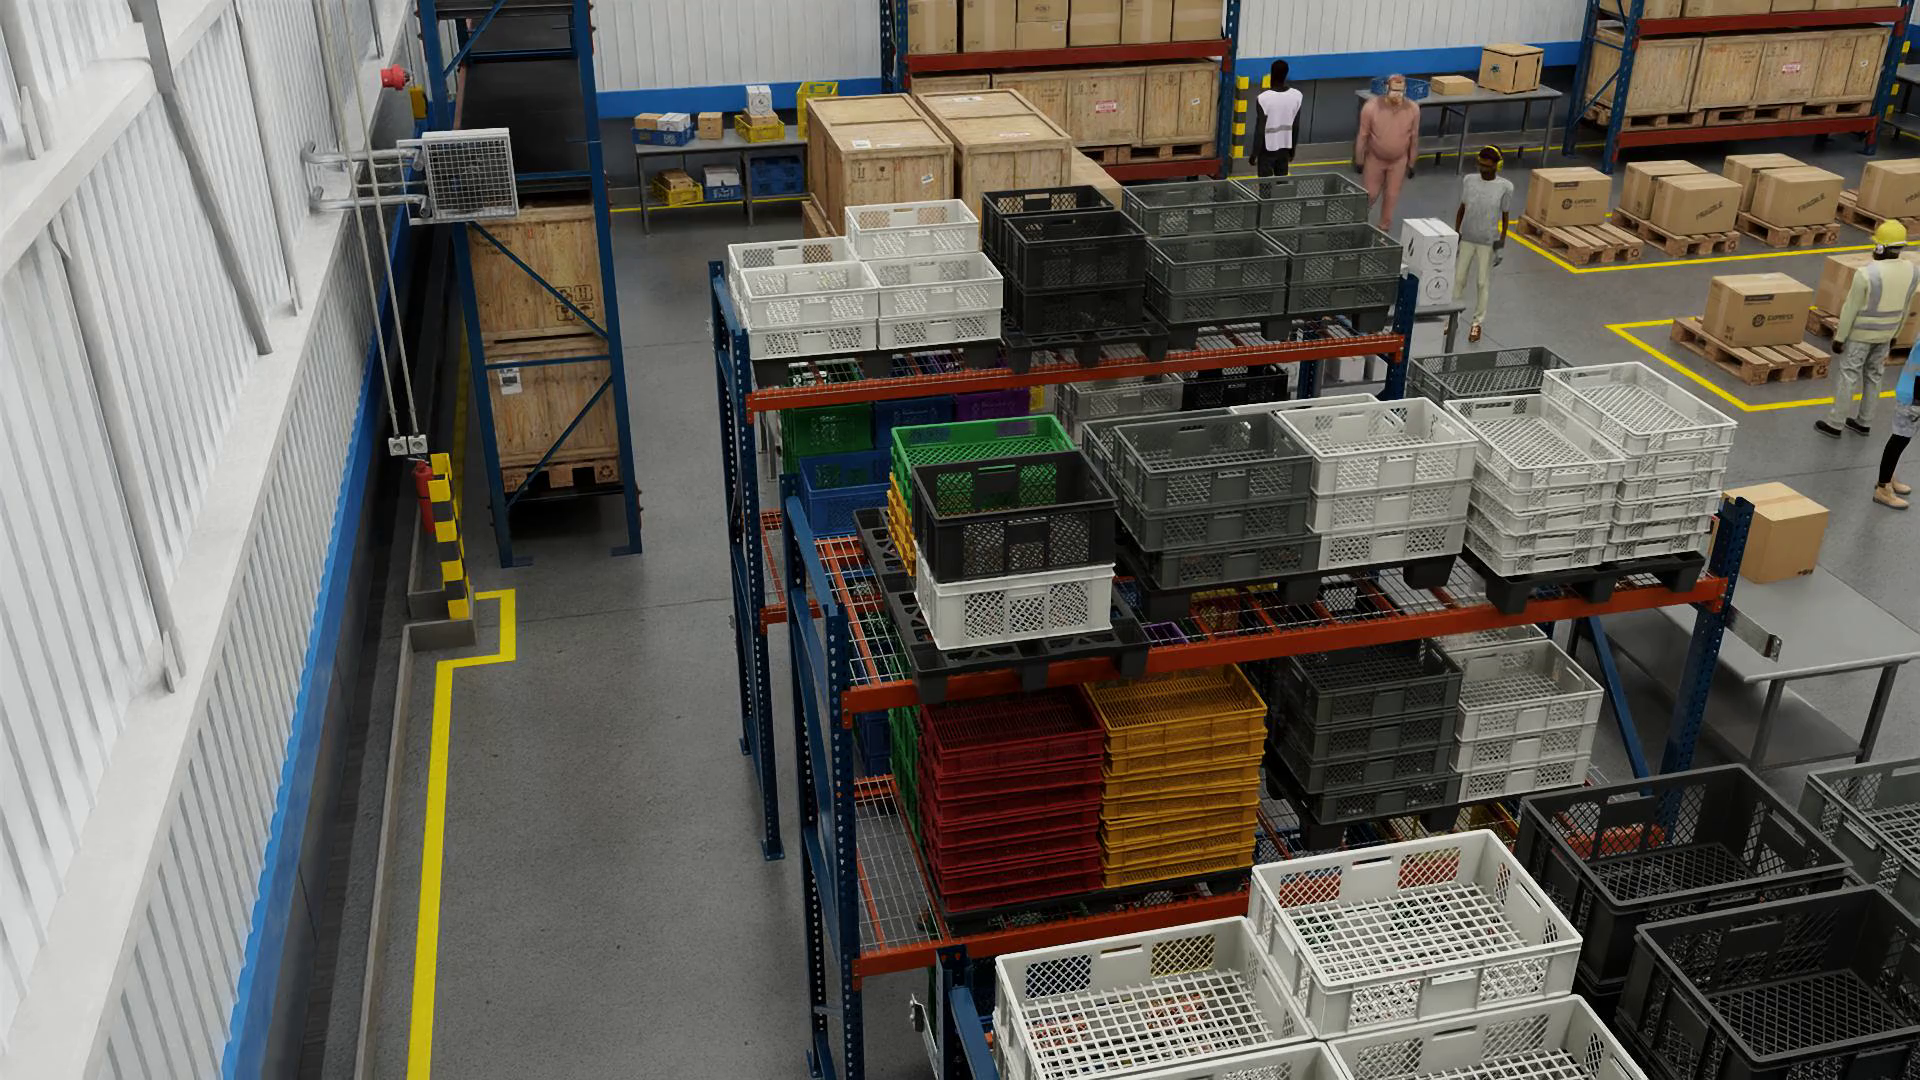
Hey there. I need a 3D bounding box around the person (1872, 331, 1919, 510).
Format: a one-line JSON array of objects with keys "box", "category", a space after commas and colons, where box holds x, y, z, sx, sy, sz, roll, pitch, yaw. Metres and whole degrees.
[{"box": [7.226, -1.079, 12.545, 0.319, 1.696, 0.532, 16, 32, 28], "category": "person"}]

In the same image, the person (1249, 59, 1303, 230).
[{"box": [3.514, -4.372, 18.558, 0.596, 1.917, 0.374, -13, 30, -23], "category": "person"}]

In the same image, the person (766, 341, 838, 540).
[{"box": [-1.077, -0.656, 11.542, 0.573, 1.887, 0.355, 19, 33, 32], "category": "person"}]

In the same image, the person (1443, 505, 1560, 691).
[{"box": [3.375, 0.138, 10.153, 0.856, 1.802, 0.665, -1, 28, -2], "category": "person"}]

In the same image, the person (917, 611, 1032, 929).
[{"box": [0.046, 1.137, 8.084, 0.635, 1.939, 0.362, 21, 34, 34], "category": "person"}]

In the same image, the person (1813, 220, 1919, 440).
[{"box": [7.430, -1.710, 13.611, 0.595, 1.824, 0.403, -6, 28, -11], "category": "person"}]

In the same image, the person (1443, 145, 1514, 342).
[{"box": [4.857, -2.787, 15.609, 0.517, 1.865, 0.328, 18, 32, 30], "category": "person"}]

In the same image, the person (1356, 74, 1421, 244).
[{"box": [4.669, -4.178, 18.235, 0.652, 1.880, 0.504, 2, 28, 4], "category": "person"}]
